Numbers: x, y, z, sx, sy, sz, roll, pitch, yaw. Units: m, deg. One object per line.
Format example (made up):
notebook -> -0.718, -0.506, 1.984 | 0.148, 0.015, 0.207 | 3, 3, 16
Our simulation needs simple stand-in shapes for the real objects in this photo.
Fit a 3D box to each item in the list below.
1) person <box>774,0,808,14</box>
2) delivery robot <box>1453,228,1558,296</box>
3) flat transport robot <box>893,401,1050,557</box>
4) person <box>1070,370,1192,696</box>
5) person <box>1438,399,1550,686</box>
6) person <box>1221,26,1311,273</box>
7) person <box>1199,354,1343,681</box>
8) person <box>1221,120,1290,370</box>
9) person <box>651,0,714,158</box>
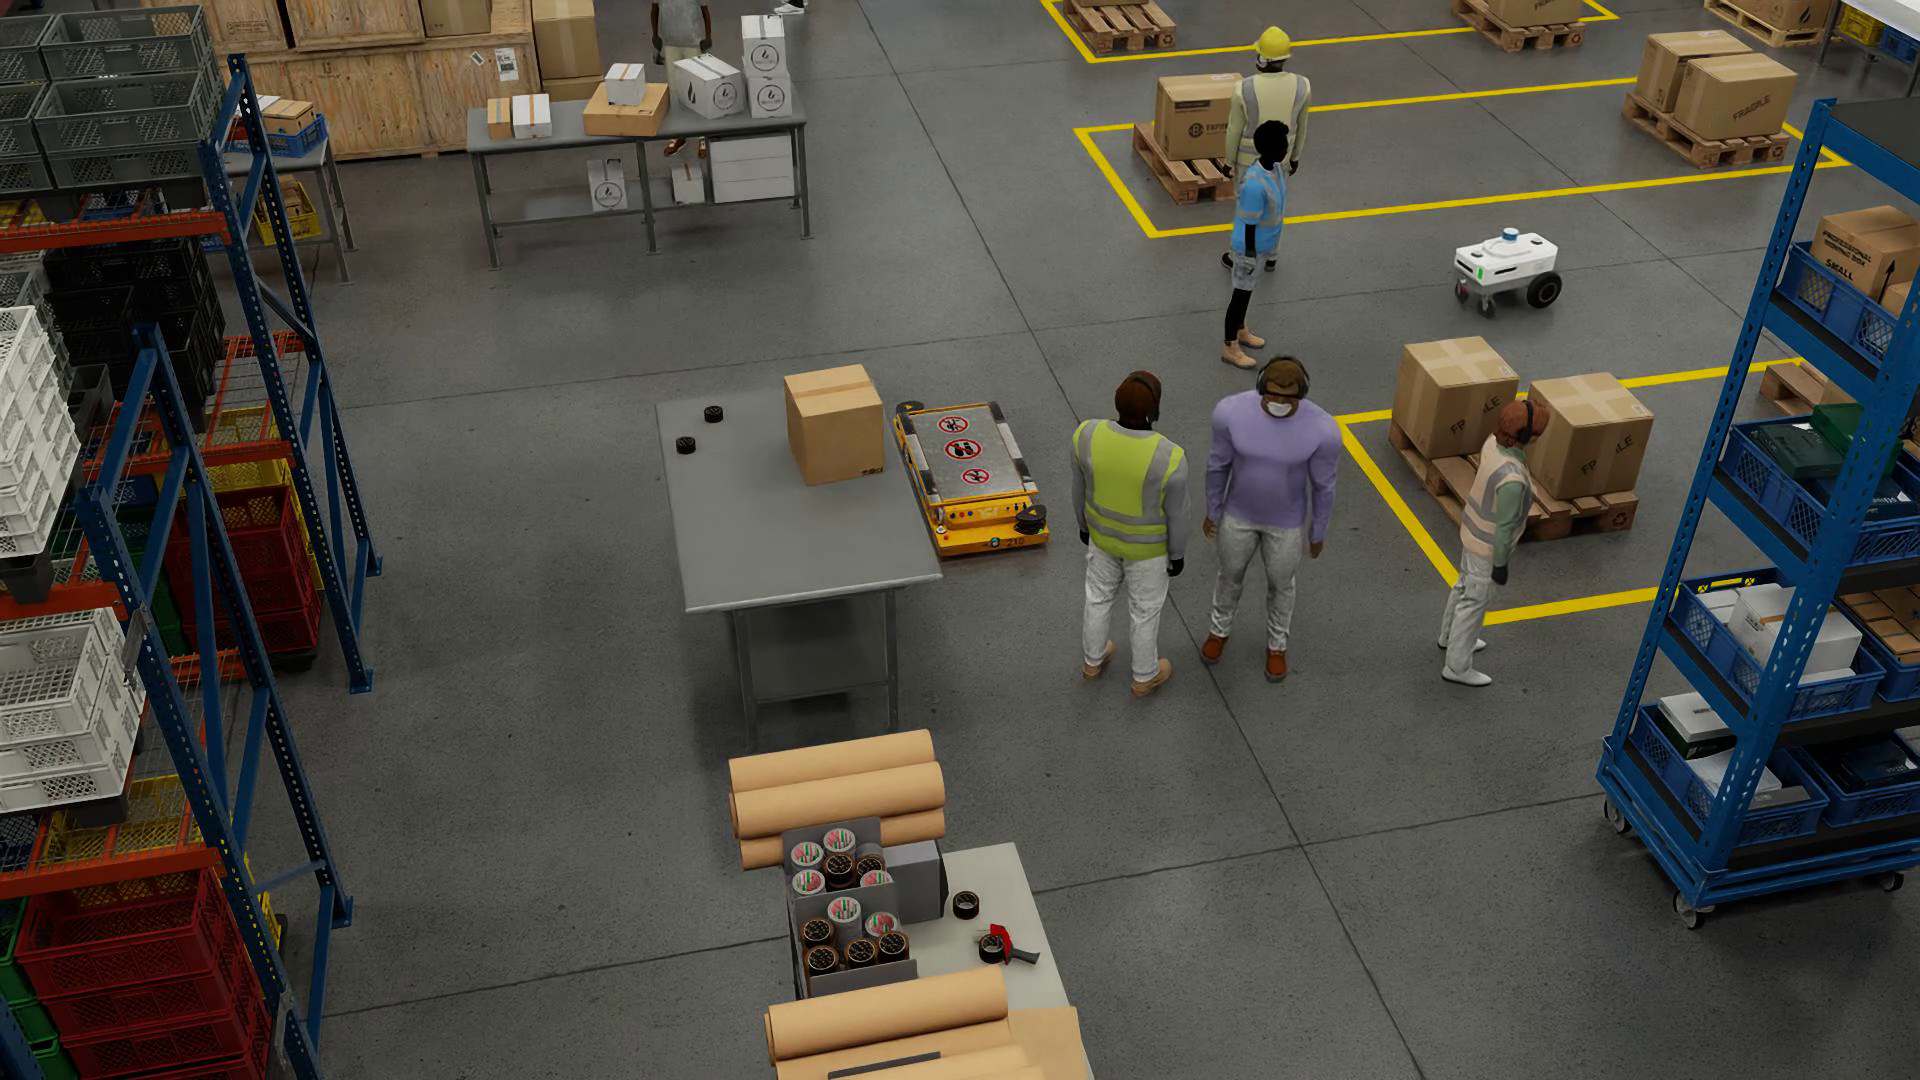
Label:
person -> -1.696, -6.228, 16.531 | 0.384, 1.918, 0.596 | 5, 37, 6
delivery robot -> 3.895, -1.994, 11.899 | 0.707, 0.478, 0.477 | -14, 39, -18
flat transport robot -> 0.046, -0.430, 10.108 | 0.652, 0.197, 1.431 | -8, 37, -10
person -> 0.848, -0.025, 8.258 | 0.627, 1.844, 0.428 | 19, 41, 24
person -> 2.673, 0.002, 8.399 | 0.312, 1.633, 0.517 | 4, 37, 6
person -> 2.177, -2.786, 11.973 | 0.591, 1.836, 0.403 | -6, 37, -8
person -> 1.527, -0.111, 8.313 | 0.643, 1.927, 0.391 | 13, 39, 17
person -> 1.958, -1.964, 10.983 | 0.318, 1.695, 0.539 | 13, 39, 17
person -> -2.283, -4.068, 13.669 | 0.528, 1.869, 0.313 | 6, 37, 7
